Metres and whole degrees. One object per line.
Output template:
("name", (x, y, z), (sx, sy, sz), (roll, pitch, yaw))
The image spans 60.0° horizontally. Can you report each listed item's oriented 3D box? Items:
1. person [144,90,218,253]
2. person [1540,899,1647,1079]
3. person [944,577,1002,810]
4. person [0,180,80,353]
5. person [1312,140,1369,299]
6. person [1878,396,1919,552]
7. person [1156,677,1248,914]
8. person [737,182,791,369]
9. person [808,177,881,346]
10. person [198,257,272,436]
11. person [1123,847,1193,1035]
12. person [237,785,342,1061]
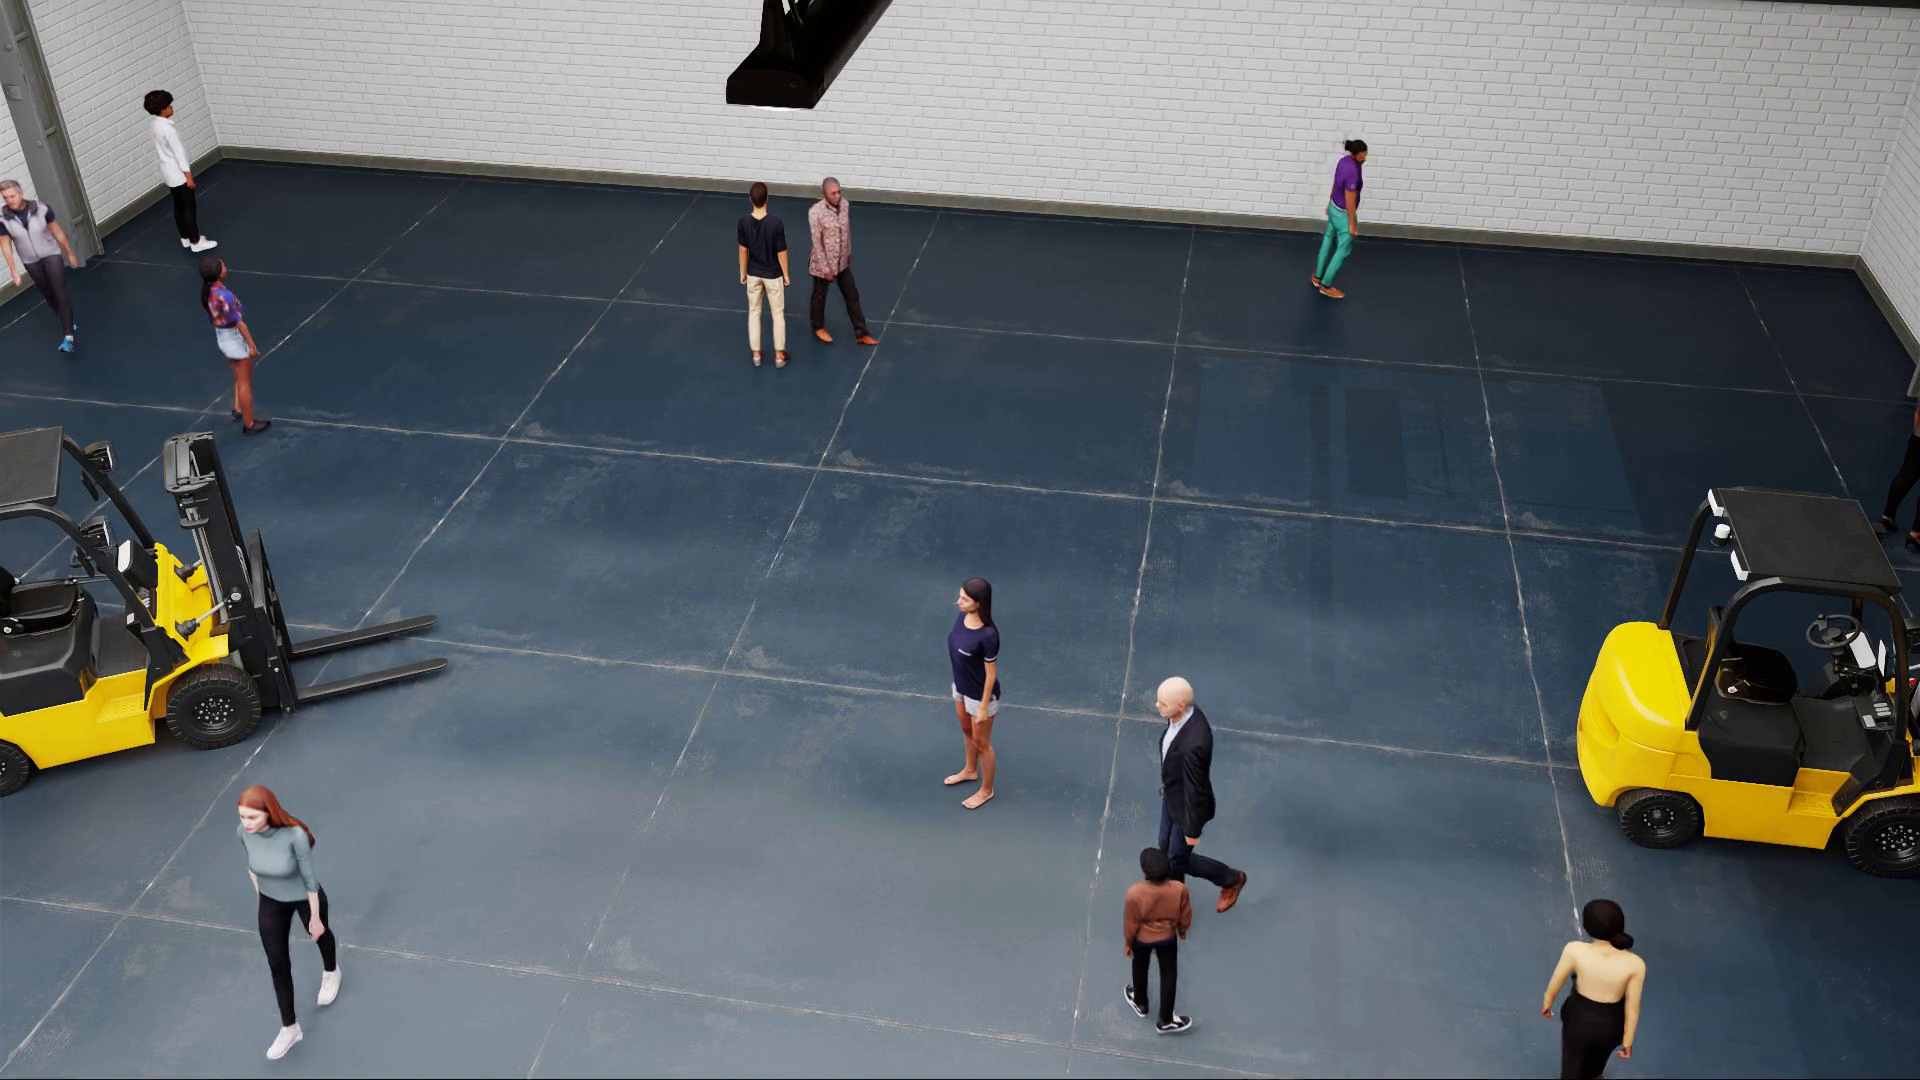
("person", (-8.722, -4.112, 18.502), (0.716, 1.808, 0.726), (27, 42, 34))
("person", (3.283, 2.580, 8.599), (0.663, 1.626, 0.728), (17, 37, 24))
("person", (0.105, 0.980, 10.879), (0.720, 1.767, 0.636), (-16, 37, -22))
("person", (-9.106, -2.778, 16.546), (1.172, 1.751, 1.350), (-16, 37, -22))
("person", (3.977, -3.445, 17.566), (0.947, 1.734, 0.628), (-10, 35, -14))
("person", (7.884, -0.774, 13.449), (0.806, 1.842, 0.705), (-12, 35, -17))
("person", (1.429, 1.563, 9.994), (0.950, 1.775, 0.950), (-7, 34, -10))
("person", (-1.896, -2.568, 16.141), (0.641, 1.850, 0.553), (4, 34, 7))
("person", (-1.343, -2.781, 16.531), (1.130, 1.774, 1.144), (-27, 42, -35))
("person", (-6.616, -1.714, 14.963), (0.701, 1.732, 0.731), (24, 40, 31))
("person", (1.122, 2.260, 9.425), (0.633, 1.244, 0.646), (3, 34, 5))
("person", (-3.725, 1.993, 9.397), (0.620, 1.720, 0.951), (3, 34, 5))
